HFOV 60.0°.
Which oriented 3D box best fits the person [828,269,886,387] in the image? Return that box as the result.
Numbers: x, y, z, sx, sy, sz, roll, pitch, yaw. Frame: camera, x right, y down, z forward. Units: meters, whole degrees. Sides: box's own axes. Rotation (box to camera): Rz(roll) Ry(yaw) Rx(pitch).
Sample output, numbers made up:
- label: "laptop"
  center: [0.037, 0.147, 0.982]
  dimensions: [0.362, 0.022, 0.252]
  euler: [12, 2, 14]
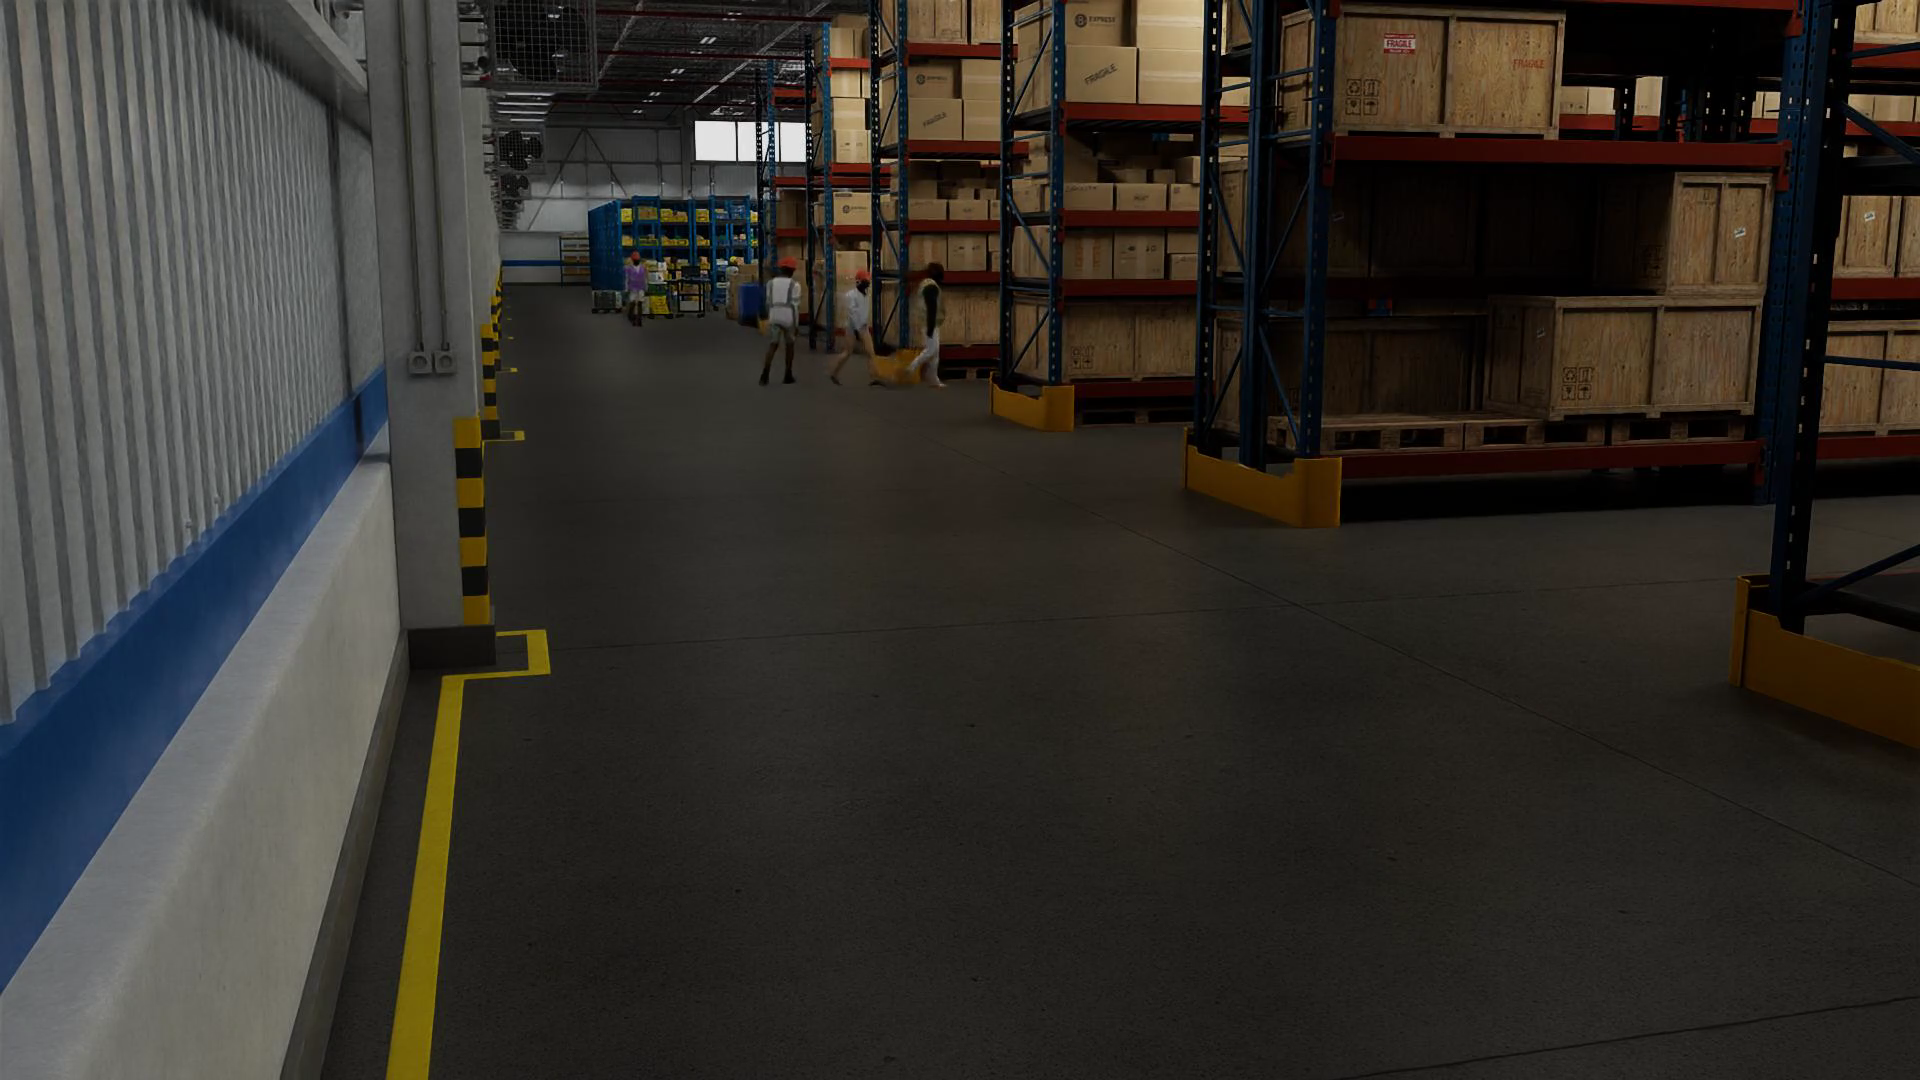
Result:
- label: "person"
  center: [-1.528, -3.087, 24.172]
  dimensions: [0.897, 1.711, 0.552]
  euler: [7, 12, 36]

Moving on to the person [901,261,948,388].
- label: "person"
  center: [-0.492, -3.059, 23.717]
  dimensions: [0.588, 1.816, 0.652]
  euler: [-1, 10, -3]

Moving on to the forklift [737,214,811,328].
- label: "forklift"
  center: [-4.566, -6.701, 41.315]
  dimensions: [1.873, 2.768, 1.129]
  euler: [-3, 10, -15]

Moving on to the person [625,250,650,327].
- label: "person"
  center: [-8.129, -6.332, 41.954]
  dimensions: [0.554, 1.908, 0.690]
  euler: [-5, 11, -25]

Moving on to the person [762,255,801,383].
- label: "person"
  center: [-2.621, -3.228, 24.440]
  dimensions: [0.555, 1.899, 0.767]
  euler: [3, 10, 15]

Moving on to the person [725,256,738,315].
- label: "person"
  center: [-6.569, -7.324, 48.100]
  dimensions: [0.485, 1.735, 0.345]
  euler: [6, 12, 29]
